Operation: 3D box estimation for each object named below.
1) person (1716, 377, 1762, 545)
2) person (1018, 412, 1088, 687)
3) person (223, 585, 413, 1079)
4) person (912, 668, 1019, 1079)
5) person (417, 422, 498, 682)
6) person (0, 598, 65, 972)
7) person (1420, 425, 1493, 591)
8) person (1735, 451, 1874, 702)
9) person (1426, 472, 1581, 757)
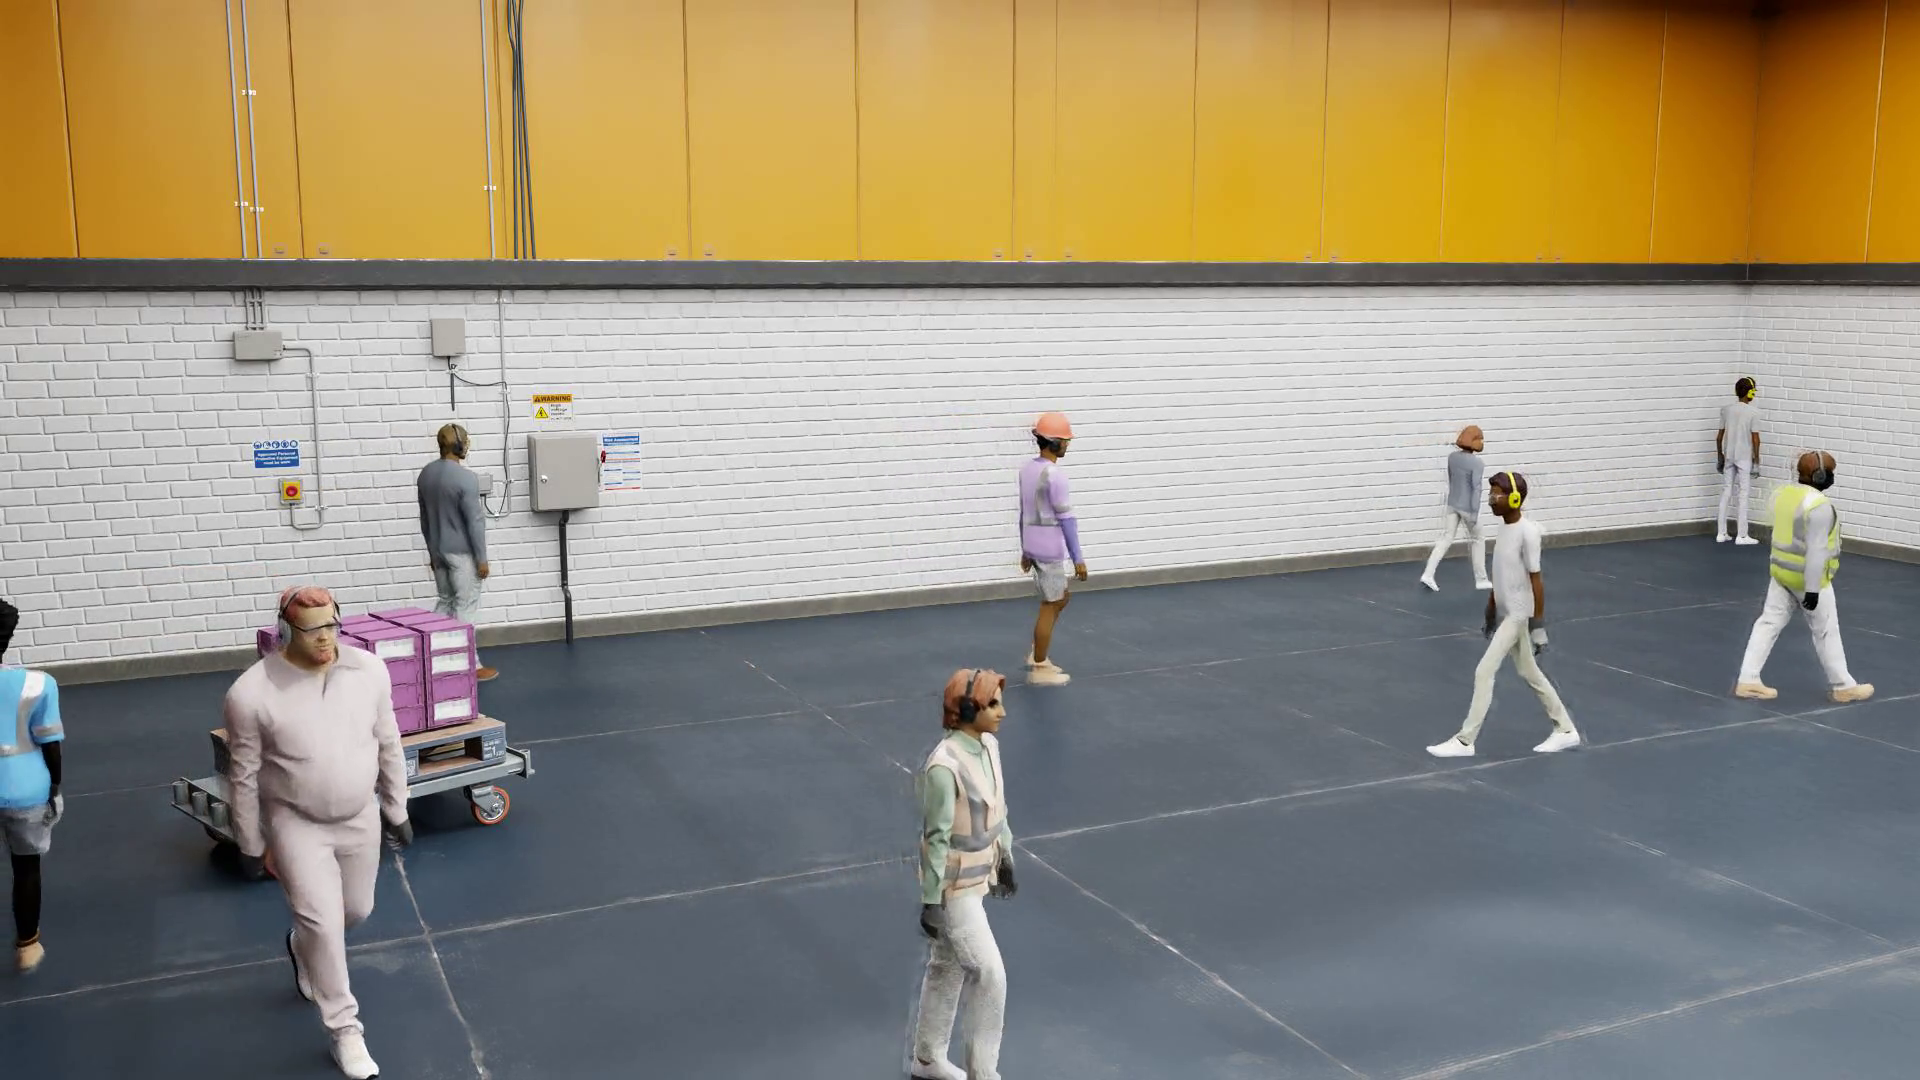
[{"bbox_3d":[8.705,-0.880,18.592,0.329,1.861,0.512,-6,11,-31],"label":"person"},{"bbox_3d":[0.701,0.079,12.126,0.480,2.027,0.625,-3,10,-18],"label":"person"},{"bbox_3d":[-2.507,1.070,6.479,0.880,1.871,0.640,8,12,42],"label":"person"},{"bbox_3d":[0.073,1.262,6.039,0.627,1.612,0.539,3,10,19],"label":"person"},{"bbox_3d":[-3.719,0.100,12.265,0.636,1.939,0.368,7,11,36],"label":"person"},{"bbox_3d":[-4.040,1.084,6.972,0.544,1.671,0.662,-4,10,-24],"label":"person"},{"bbox_3d":[4.751,-0.301,15.800,0.821,1.597,0.506,-4,10,-26],"label":"person"},{"bbox_3d":[5.978,0.262,11.727,0.949,1.792,0.644,0,9,-3],"label":"person"},{"bbox_3d":[3.475,0.471,10.394,0.989,1.816,0.535,0,9,1],"label":"person"}]
